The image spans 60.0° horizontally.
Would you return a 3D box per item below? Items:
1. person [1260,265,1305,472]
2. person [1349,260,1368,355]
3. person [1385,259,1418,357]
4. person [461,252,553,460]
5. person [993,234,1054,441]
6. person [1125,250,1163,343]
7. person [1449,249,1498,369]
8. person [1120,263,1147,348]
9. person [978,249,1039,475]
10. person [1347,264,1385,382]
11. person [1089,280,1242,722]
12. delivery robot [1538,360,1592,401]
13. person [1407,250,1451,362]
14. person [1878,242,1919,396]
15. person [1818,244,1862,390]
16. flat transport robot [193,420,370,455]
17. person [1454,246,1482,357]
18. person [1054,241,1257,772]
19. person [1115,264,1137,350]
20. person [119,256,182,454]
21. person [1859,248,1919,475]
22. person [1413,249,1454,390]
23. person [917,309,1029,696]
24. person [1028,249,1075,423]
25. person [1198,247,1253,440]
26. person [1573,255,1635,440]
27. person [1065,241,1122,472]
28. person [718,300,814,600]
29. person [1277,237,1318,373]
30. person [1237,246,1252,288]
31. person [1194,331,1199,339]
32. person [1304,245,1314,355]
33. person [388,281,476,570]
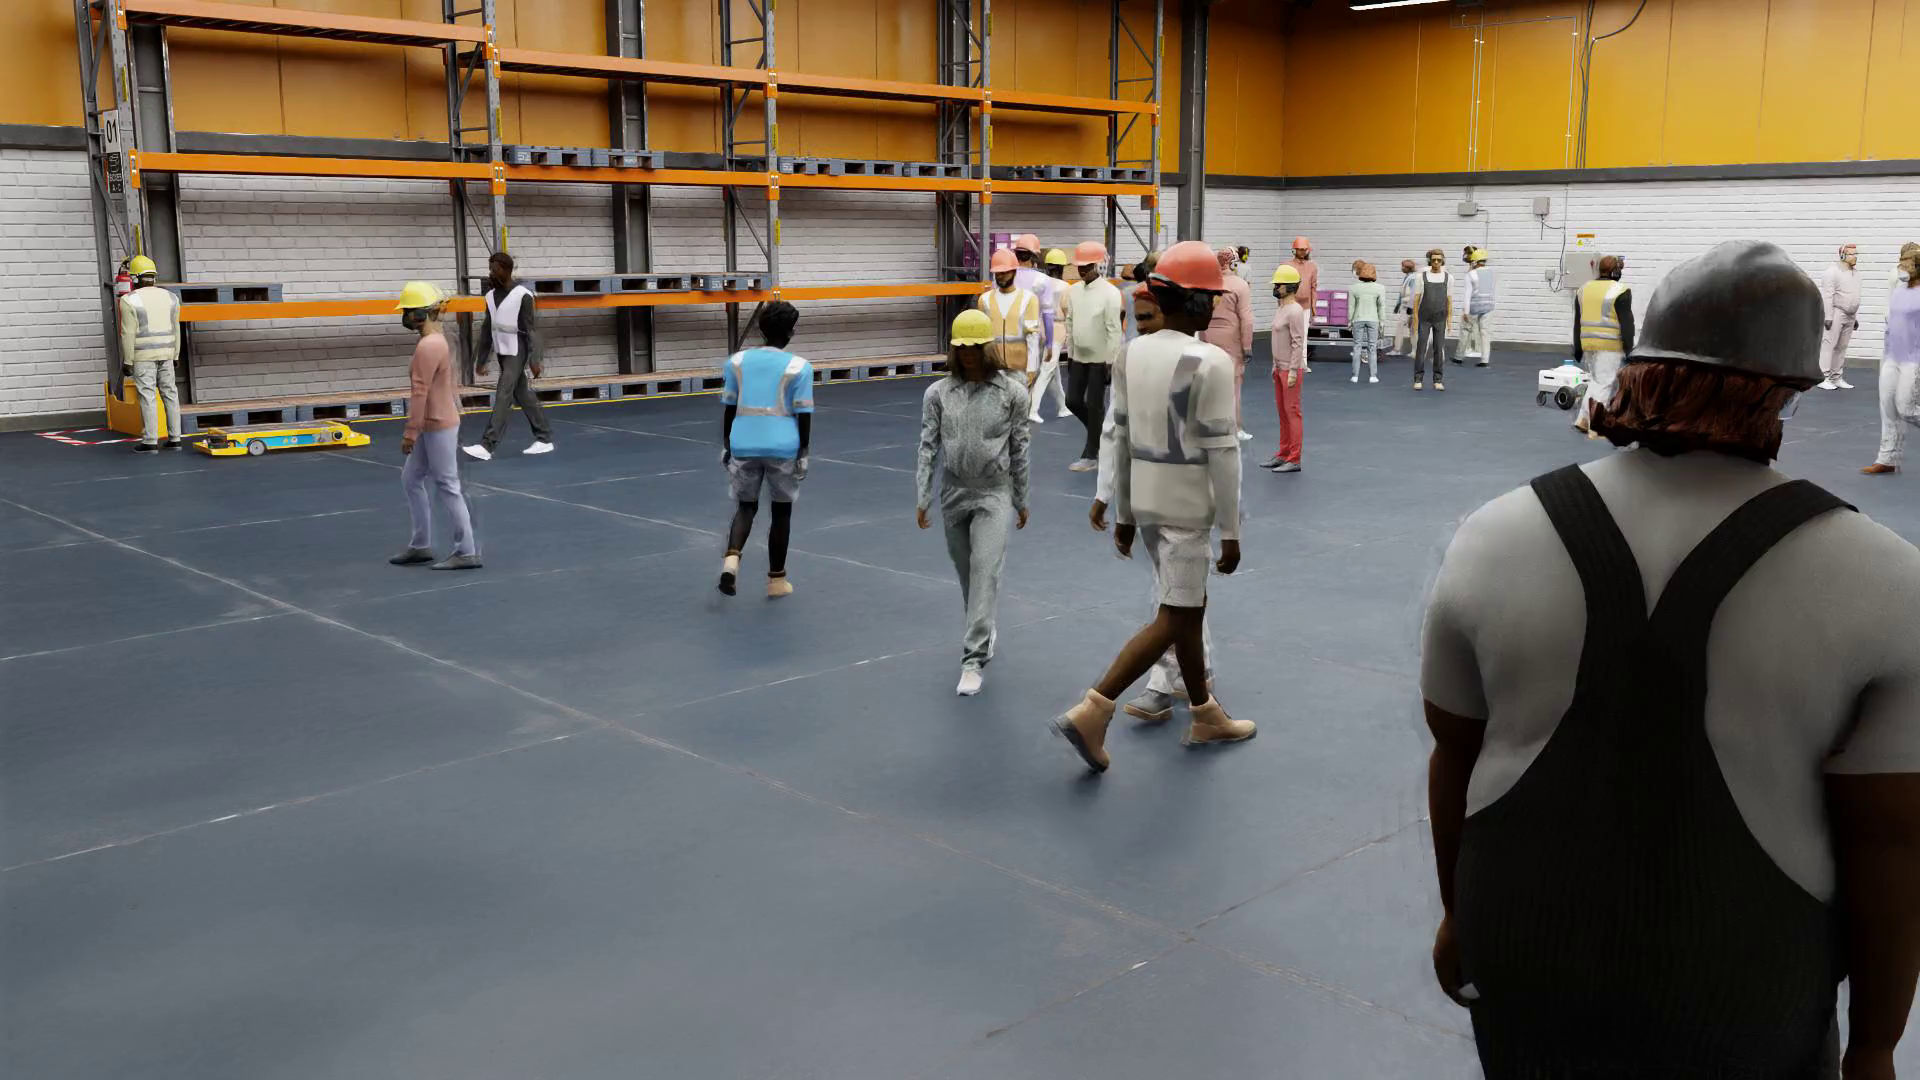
[{"bbox_3d":[2.787,-1.462,14.265,0.323,1.769,0.523,-1,10,-5],"label":"person"},{"bbox_3d":[6.718,-3.899,27.937,0.359,1.615,0.534,5,11,25],"label":"person"},{"bbox_3d":[7.383,-3.850,27.703,0.723,1.613,0.512,1,10,8],"label":"person"},{"bbox_3d":[-4.154,-1.676,15.164,0.618,1.860,1.019,9,14,41],"label":"person"},{"bbox_3d":[0.604,-1.966,16.277,0.664,2.033,0.473,4,11,19],"label":"person"},{"bbox_3d":[1.829,-1.733,15.438,0.641,1.890,1.011,-1,10,-5],"label":"person"},{"bbox_3d":[7.889,-3.542,25.529,0.607,1.796,0.859,-3,11,-16],"label":"person"},{"bbox_3d":[2.212,-2.562,20.481,0.539,1.690,0.320,4,11,20],"label":"person"},{"bbox_3d":[0.369,-1.445,13.814,0.548,1.903,0.893,3,11,15],"label":"person"},{"bbox_3d":[5.598,-2.985,22.934,0.506,1.633,0.279,3,11,16],"label":"person"},{"bbox_3d":[0.851,-0.175,7.057,0.589,1.828,0.913,9,13,39],"label":"person"},{"bbox_3d":[7.148,-1.875,19.565,0.477,0.478,0.707,-4,11,-20],"label":"delivery robot"},{"bbox_3d":[7.552,-3.751,26.682,0.634,1.802,0.950,-5,11,-23],"label":"person"},{"bbox_3d":[11.746,-2.741,20.779,0.376,1.937,0.629,4,11,21],"label":"person"},{"bbox_3d":[11.630,-2.937,21.922,0.636,1.911,0.404,-6,12,-28],"label":"person"},{"bbox_3d":[-6.397,-0.975,15.688,1.431,0.197,0.652,-8,13,-38],"label":"flat transport robot"},{"bbox_3d":[8.459,-3.950,27.623,0.608,1.845,0.511,2,11,12],"label":"person"},{"bbox_3d":[0.767,-0.119,6.299,0.964,2.011,0.619,-6,12,-30],"label":"person"},{"bbox_3d":[2.543,-3.332,24.916,0.521,1.582,0.865,8,13,37],"label":"person"},{"bbox_3d":[-7.537,-1.719,15.484,0.404,1.833,0.589,5,12,28],"label":"person"},{"bbox_3d":[8.017,-1.475,13.931,0.669,1.924,0.636,-1,10,-3],"label":"person"},{"bbox_3d":[6.182,-2.873,21.745,0.507,1.846,0.346,1,10,6],"label":"person"},{"bbox_3d":[0.068,-0.212,7.649,0.503,1.702,0.883,2,11,13],"label":"person"},{"bbox_3d":[0.997,-2.216,18.090,1.010,1.875,0.612,-10,15,-44],"label":"person"},{"bbox_3d":[2.650,-1.943,16.506,0.409,1.909,0.642,-10,14,-43],"label":"person"},{"bbox_3d":[6.389,-1.900,16.484,0.445,1.829,0.621,-4,11,-22],"label":"person"},{"bbox_3d":[1.142,-1.570,14.281,0.554,1.971,0.645,-9,14,-41],"label":"person"},{"bbox_3d":[-1.081,-0.485,9.194,0.554,1.666,0.542,3,11,15],"label":"person"},{"bbox_3d":[4.976,-3.457,24.516,0.612,1.997,0.376,-2,11,-12],"label":"person"},{"bbox_3d":[4.720,-4.033,28.131,0.490,1.826,0.808,4,11,22],"label":"person"},{"bbox_3d":[3.360,-3.078,22.983,0.634,1.808,0.915,2,11,12],"label":"person"},{"bbox_3d":[5.768,-4.058,28.039,0.590,1.905,0.607,0,10,0],"label":"person"},{"bbox_3d":[-3.256,-0.665,9.991,0.659,1.747,0.527,-3,11,-14],"label":"person"}]
